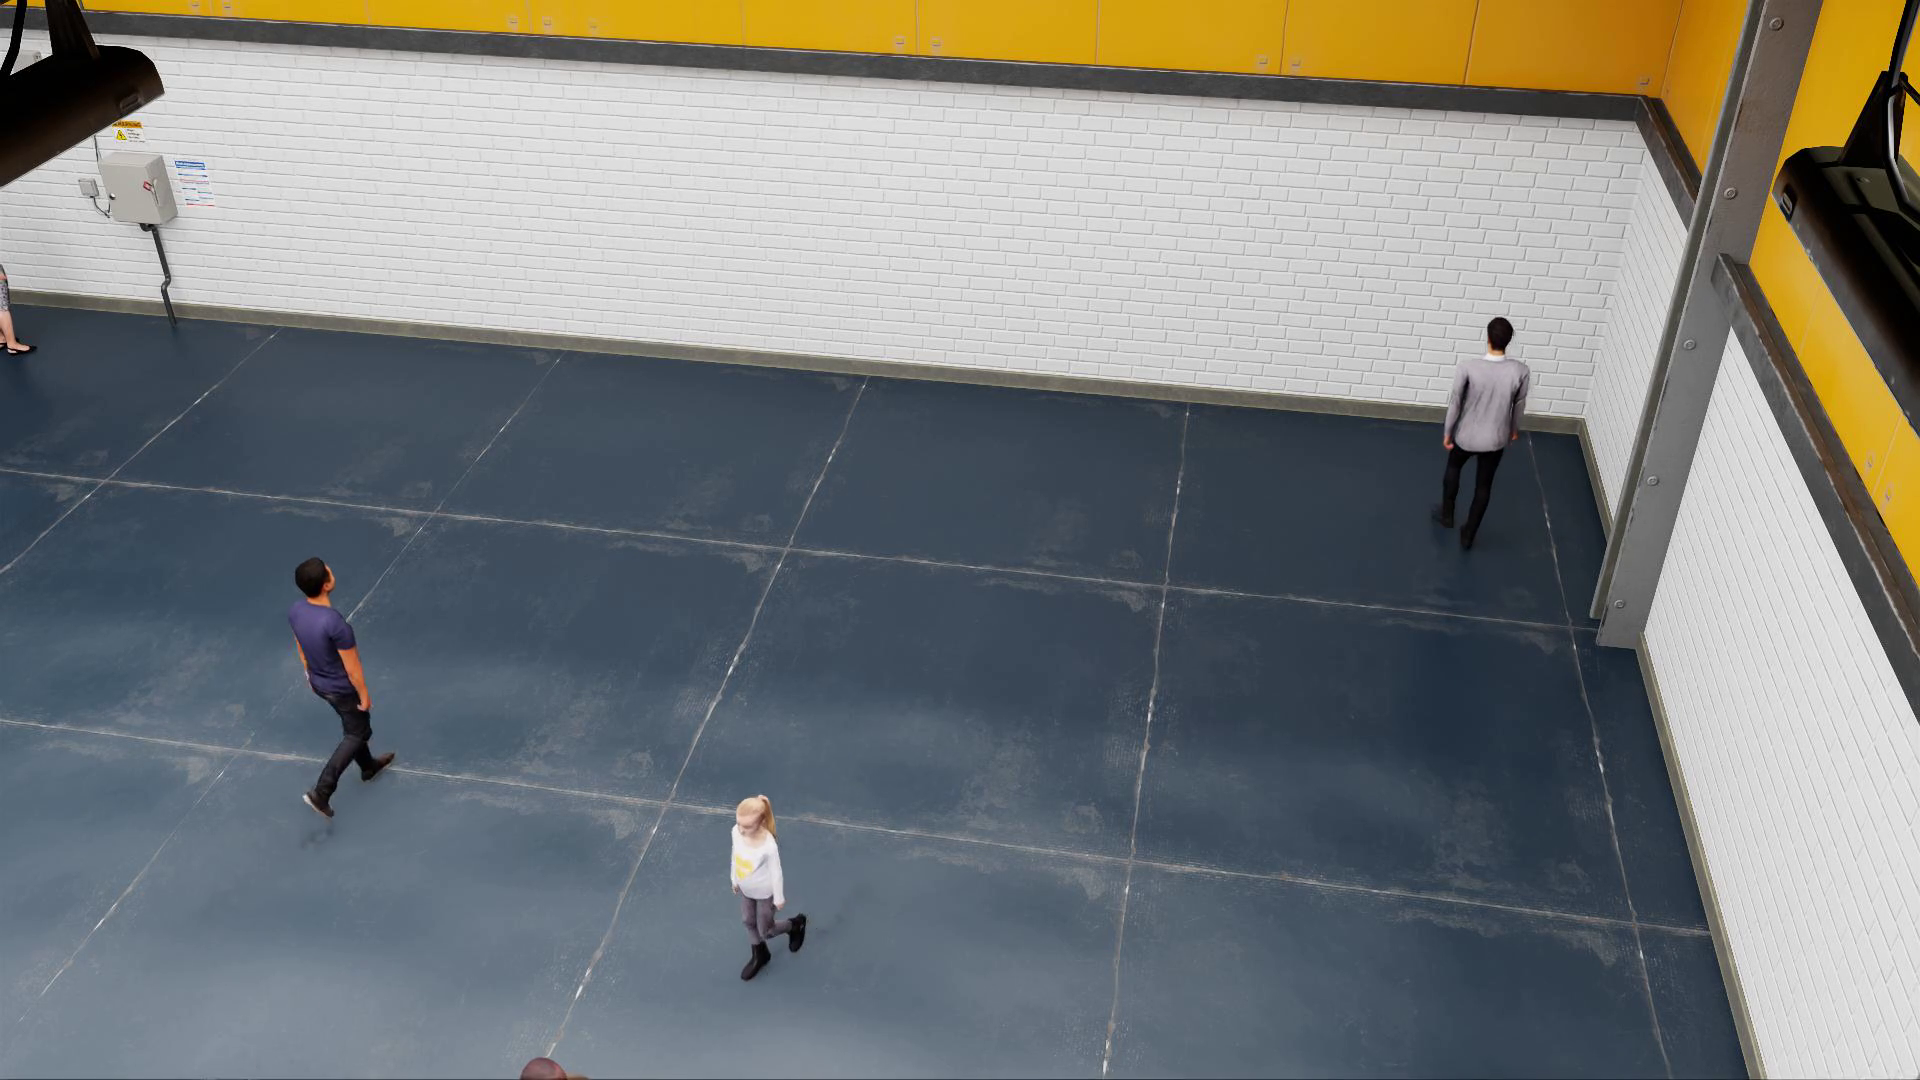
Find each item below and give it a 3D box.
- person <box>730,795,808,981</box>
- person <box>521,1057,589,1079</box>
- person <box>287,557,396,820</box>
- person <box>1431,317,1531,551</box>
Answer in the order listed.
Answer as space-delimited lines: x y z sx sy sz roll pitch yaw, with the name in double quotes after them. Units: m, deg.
-1.084 1.903 9.309 0.652 1.271 0.757 23 40 30 "person"
-1.744 2.907 7.297 0.842 1.825 0.636 15 37 22 "person"
-3.927 0.939 10.307 0.864 1.772 1.098 17 37 24 "person"
4.009 -0.762 12.746 0.750 1.906 0.786 6 34 8 "person"
